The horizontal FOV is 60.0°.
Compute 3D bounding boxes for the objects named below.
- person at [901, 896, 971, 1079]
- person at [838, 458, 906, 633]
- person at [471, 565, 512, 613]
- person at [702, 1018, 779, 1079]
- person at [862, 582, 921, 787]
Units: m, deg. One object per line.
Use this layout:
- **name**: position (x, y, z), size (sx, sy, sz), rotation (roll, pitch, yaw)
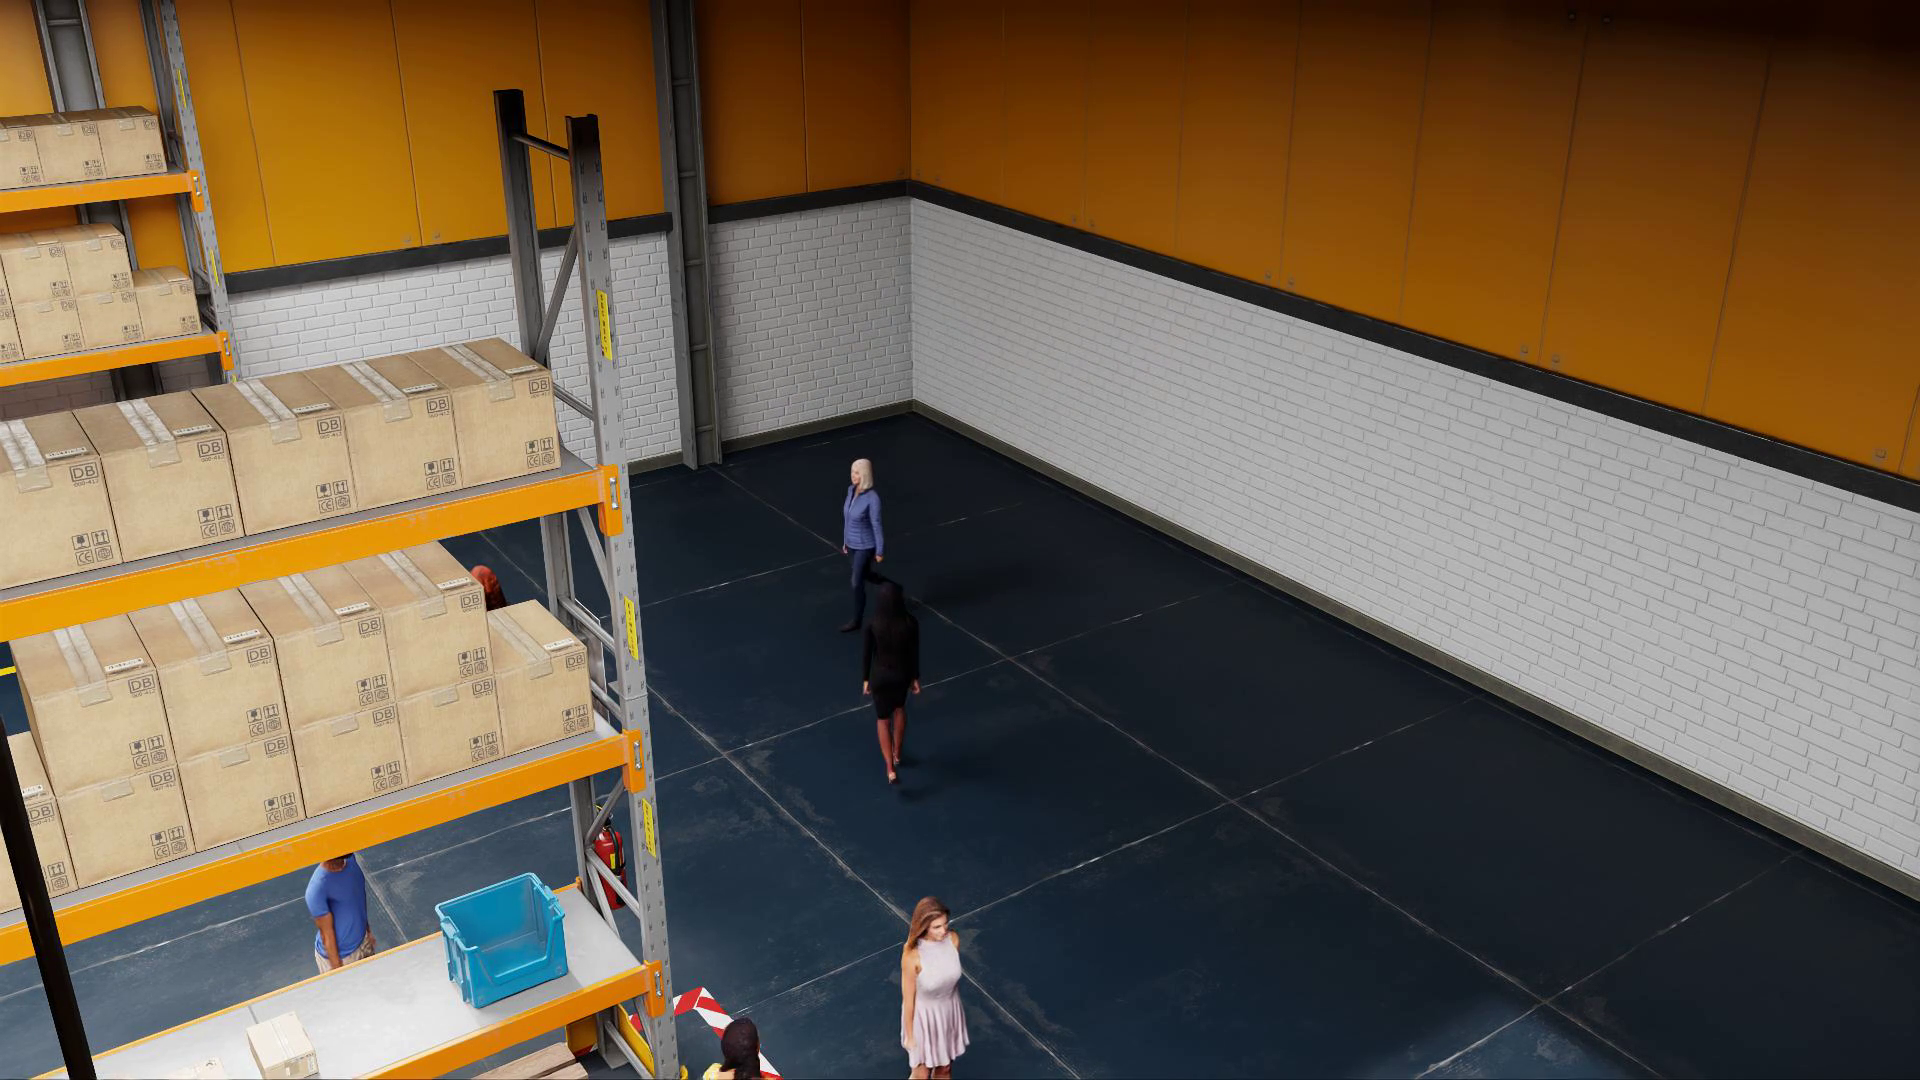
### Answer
- **person**: position (-0.160, 2.780, 9.546), size (0.506, 1.769, 0.614), rotation (-15, 28, -31)
- **person**: position (-0.865, 0.014, 15.932), size (1.035, 1.721, 0.654), rotation (-15, 28, -30)
- **person**: position (-3.808, 1.016, 13.569), size (0.440, 1.779, 0.643), rotation (-17, 29, -33)
- **person**: position (-1.136, 3.258, 8.623), size (0.885, 1.632, 0.934), rotation (9, 25, 20)
- **person**: position (-0.540, 1.168, 13.321), size (1.051, 1.699, 0.940), rotation (-4, 24, -10)
